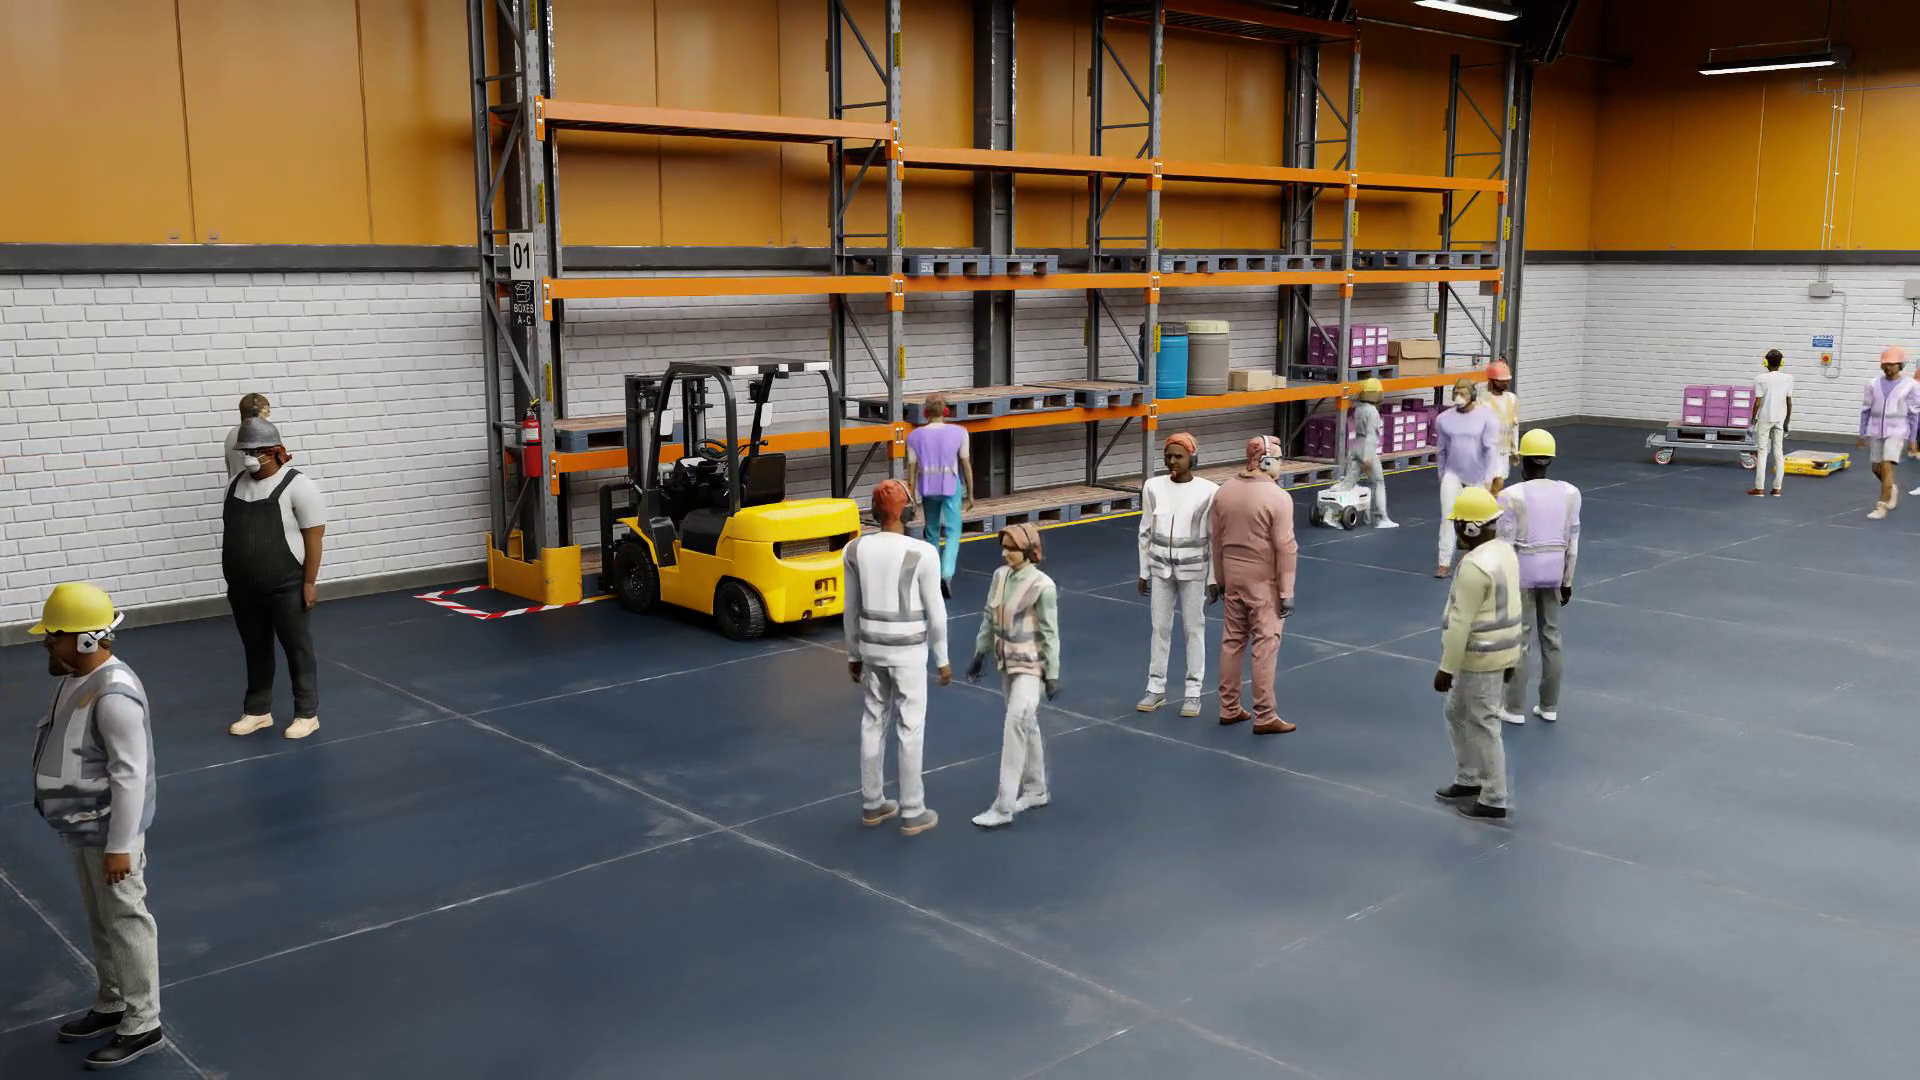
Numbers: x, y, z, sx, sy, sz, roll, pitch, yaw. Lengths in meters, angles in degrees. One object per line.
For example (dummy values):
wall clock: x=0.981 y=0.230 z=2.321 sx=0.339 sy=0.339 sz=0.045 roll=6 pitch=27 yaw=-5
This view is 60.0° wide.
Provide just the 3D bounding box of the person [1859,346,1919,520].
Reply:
person: x=10.837 y=-1.258 z=19.363 sx=0.890 sy=2.018 sz=0.615 roll=-7 pitch=12 yaw=-36

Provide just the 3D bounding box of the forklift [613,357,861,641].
forklift: x=-1.847 y=-0.414 z=13.852 sx=1.214 sy=2.155 sz=2.313 roll=-9 pitch=13 yaw=-42

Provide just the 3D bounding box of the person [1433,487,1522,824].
person: x=2.745 y=0.618 z=8.958 sx=0.594 sy=1.809 sz=0.592 roll=6 pitch=11 yaw=31

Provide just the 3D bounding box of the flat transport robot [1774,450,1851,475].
flat transport robot: x=12.065 y=-1.102 z=23.507 sx=0.652 sy=0.197 sz=1.431 roll=8 pitch=13 yaw=40

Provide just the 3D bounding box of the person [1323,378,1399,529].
person: x=4.462 y=-0.956 z=18.493 sx=0.897 sy=1.700 sz=0.495 roll=-3 pitch=10 yaw=-16

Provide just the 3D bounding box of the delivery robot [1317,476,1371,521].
delivery robot: x=4.327 y=-0.472 z=18.712 sx=0.477 sy=0.478 sz=0.707 roll=9 pitch=13 yaw=42

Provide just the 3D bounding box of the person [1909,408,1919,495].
person: x=12.365 y=-1.489 z=20.949 sx=0.392 sy=1.922 sz=0.593 roll=-5 pitch=11 yaw=-25

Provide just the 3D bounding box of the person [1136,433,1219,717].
person: x=1.448 y=0.228 z=11.007 sx=0.575 sy=1.883 sz=0.362 roll=5 pitch=11 yaw=28

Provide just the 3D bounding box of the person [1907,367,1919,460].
person: x=14.405 y=-2.038 z=24.814 sx=0.316 sy=1.695 sz=0.542 roll=1 pitch=10 yaw=7

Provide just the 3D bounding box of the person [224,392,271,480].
person: x=-5.739 y=-0.235 z=13.575 sx=0.627 sy=1.933 sz=0.371 roll=9 pitch=13 yaw=43

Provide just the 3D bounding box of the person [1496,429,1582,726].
person: x=3.702 y=0.244 z=10.776 sx=0.585 sy=1.929 sz=0.370 roll=-2 pitch=10 yaw=-11

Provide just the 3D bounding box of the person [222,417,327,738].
person: x=-4.371 y=0.240 z=10.475 sx=0.687 sy=2.000 sz=0.538 roll=2 pitch=10 yaw=14

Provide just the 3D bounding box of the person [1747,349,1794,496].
person: x=10.246 y=-1.478 z=21.053 sx=0.521 sy=1.865 sz=0.328 roll=0 pitch=10 yaw=1

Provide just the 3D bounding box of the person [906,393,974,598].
person: x=-0.184 y=-0.411 z=14.932 sx=0.592 sy=1.820 sz=0.819 roll=2 pitch=10 yaw=12

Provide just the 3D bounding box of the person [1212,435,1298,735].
person: x=1.908 y=0.281 z=10.638 sx=0.400 sy=1.903 sz=0.645 roll=-7 pitch=12 yaw=-36

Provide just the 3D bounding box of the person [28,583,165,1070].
person: x=-3.255 y=1.060 z=6.279 sx=0.404 sy=1.832 sz=0.595 roll=-9 pitch=13 yaw=-41

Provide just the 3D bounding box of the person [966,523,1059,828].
person: x=0.238 y=0.718 z=8.916 sx=0.645 sy=1.617 sz=0.533 roll=-5 pitch=11 yaw=-29

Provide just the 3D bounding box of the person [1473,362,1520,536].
person: x=5.810 y=-1.016 z=18.239 sx=0.543 sy=1.905 sz=0.842 roll=-5 pitch=11 yaw=-25

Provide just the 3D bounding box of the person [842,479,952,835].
person: x=-0.344 y=0.612 z=8.773 sx=0.591 sy=1.881 sz=0.364 roll=6 pitch=11 yaw=30

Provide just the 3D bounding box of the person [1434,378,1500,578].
person: x=4.850 y=-0.614 z=15.911 sx=0.633 sy=1.903 sz=0.993 roll=6 pitch=11 yaw=31
